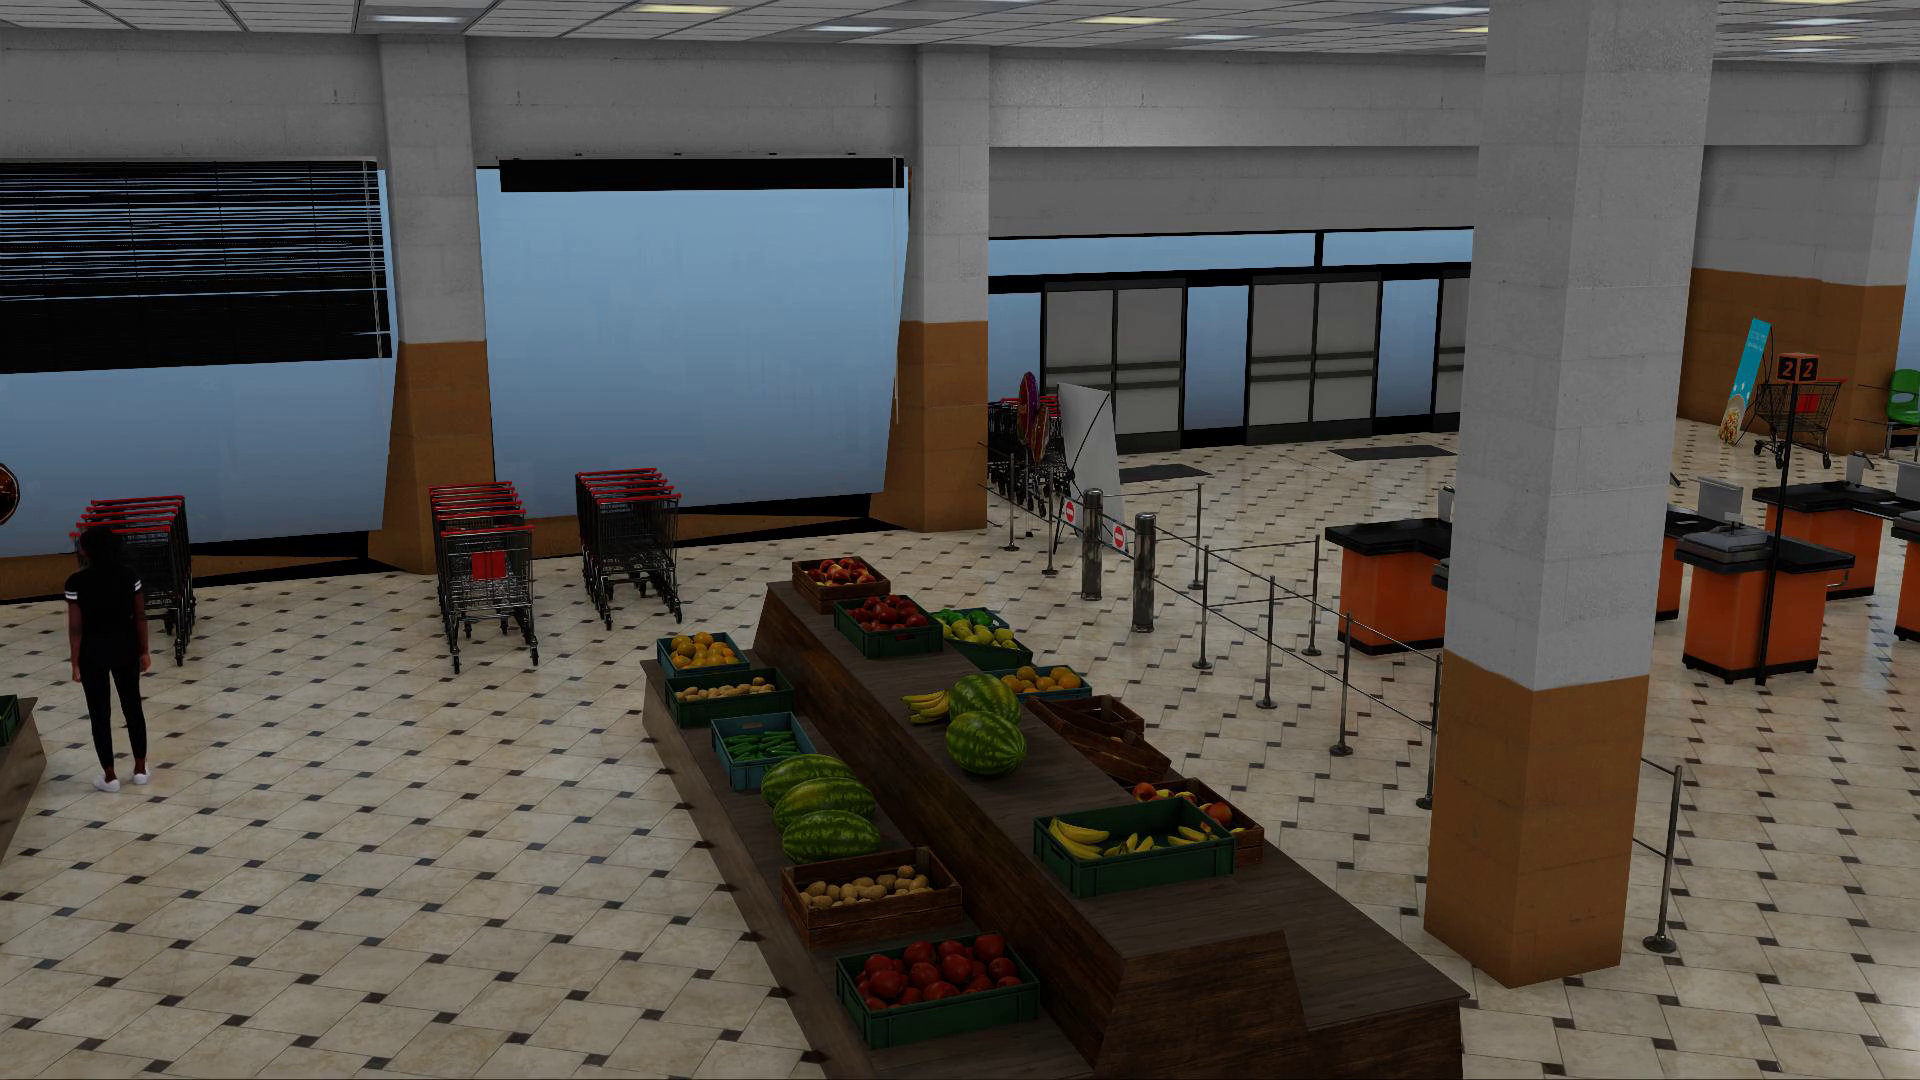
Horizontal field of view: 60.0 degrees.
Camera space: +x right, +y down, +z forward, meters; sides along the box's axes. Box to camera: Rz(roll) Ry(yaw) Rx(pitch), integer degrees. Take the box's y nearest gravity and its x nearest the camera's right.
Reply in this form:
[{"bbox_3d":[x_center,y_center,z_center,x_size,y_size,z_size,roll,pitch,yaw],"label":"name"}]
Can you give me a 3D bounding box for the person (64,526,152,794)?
[{"bbox_3d":[-5.440,0.749,10.630,0.712,1.732,0.708,-11,18,-38],"label":"person"}]
